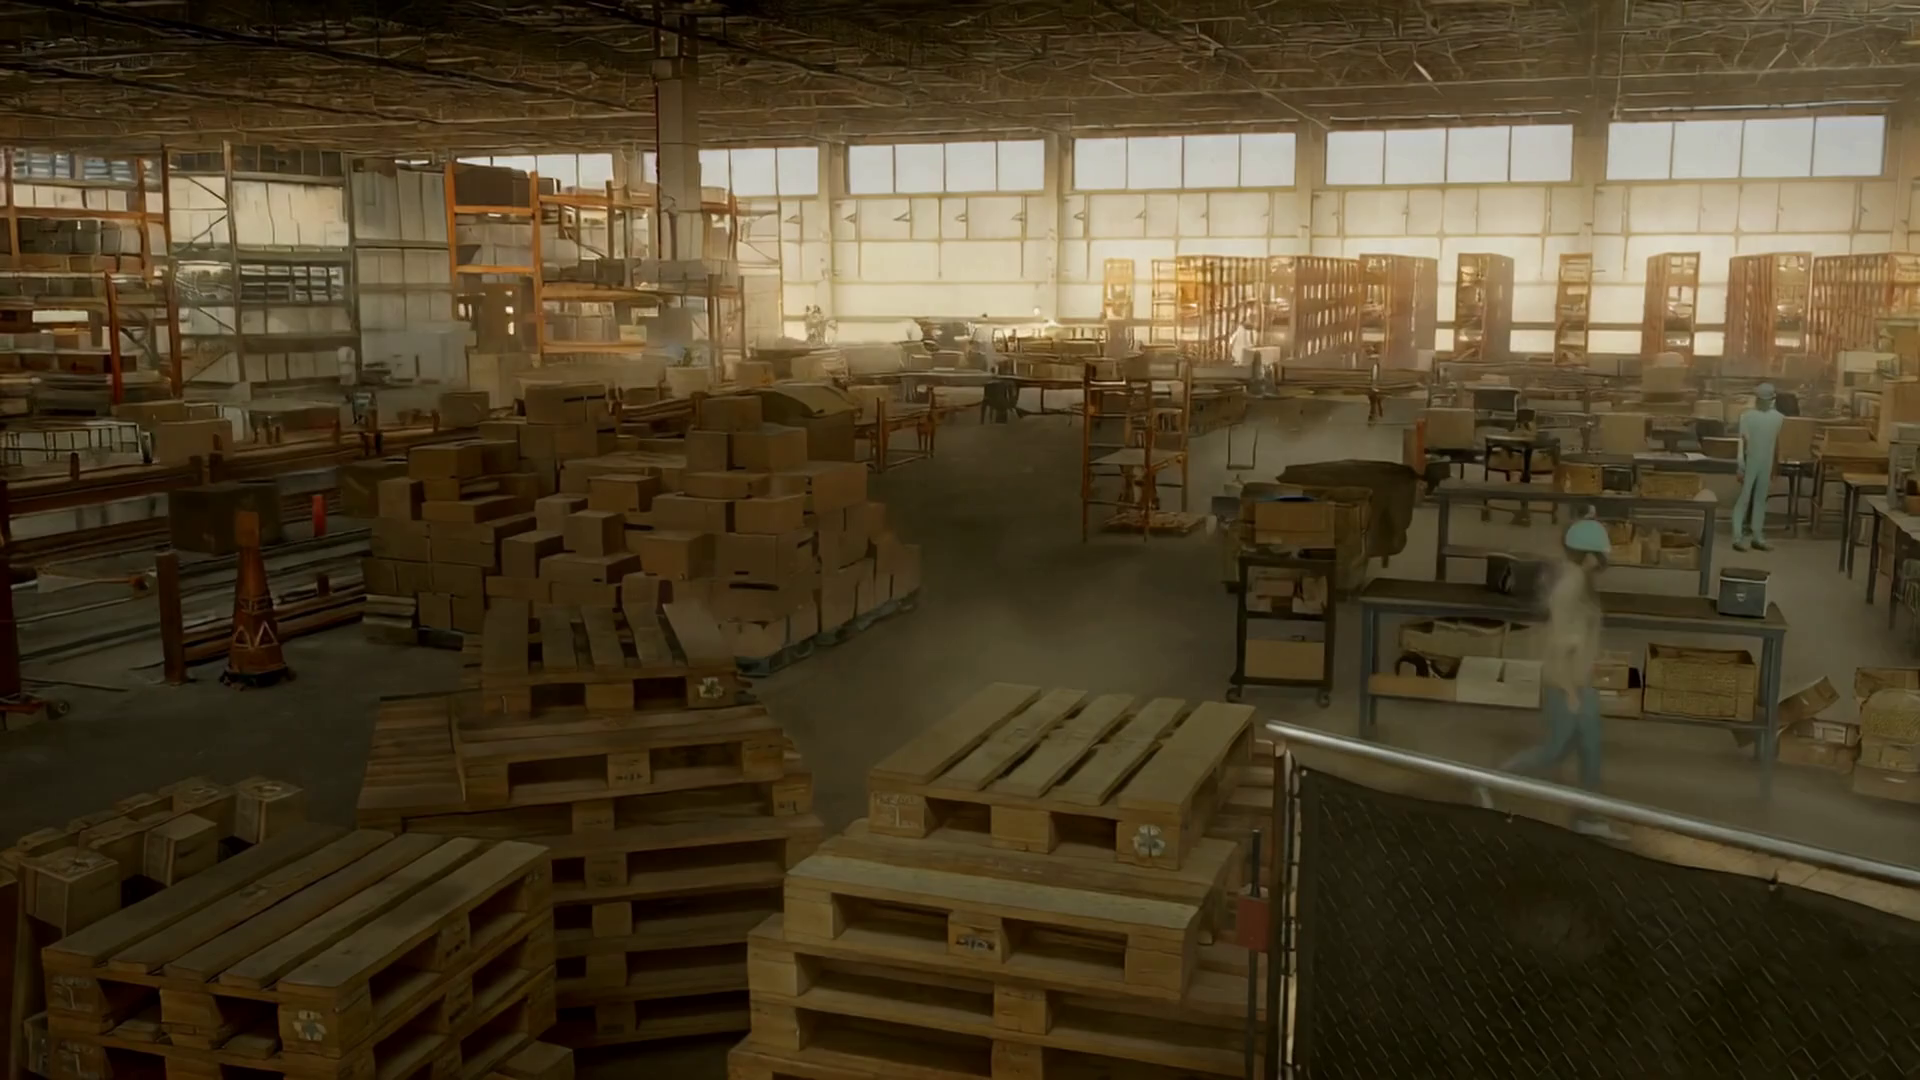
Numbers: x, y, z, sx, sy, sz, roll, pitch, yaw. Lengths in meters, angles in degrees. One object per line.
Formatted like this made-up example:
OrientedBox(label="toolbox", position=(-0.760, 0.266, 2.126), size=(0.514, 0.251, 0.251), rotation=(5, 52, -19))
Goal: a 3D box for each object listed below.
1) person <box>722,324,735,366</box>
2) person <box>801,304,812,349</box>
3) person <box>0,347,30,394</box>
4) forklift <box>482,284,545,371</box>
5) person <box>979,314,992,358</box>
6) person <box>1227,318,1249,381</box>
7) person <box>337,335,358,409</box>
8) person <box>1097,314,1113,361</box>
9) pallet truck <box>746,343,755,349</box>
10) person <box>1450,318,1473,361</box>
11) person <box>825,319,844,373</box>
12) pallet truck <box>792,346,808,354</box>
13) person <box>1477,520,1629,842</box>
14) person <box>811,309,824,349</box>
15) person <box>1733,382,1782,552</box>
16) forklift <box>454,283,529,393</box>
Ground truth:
OrientedBox(label="person", position=(-5.506, -4.114, 39.131), size=(0.945, 1.922, 0.626), rotation=(-4, 10, -26))
OrientedBox(label="person", position=(-6.155, -8.542, 66.852), size=(0.482, 1.892, 0.622), rotation=(-4, 10, -25))
OrientedBox(label="person", position=(-18.003, -2.827, 31.621), size=(0.551, 1.663, 0.740), rotation=(-2, 9, -13))
OrientedBox(label="forklift", position=(-10.832, -4.702, 39.610), size=(1.129, 2.768, 1.873), rotation=(3, 10, 20))
OrientedBox(label="person", position=(0.806, -6.558, 54.791), size=(0.329, 1.751, 0.571), rotation=(7, 11, 37))
OrientedBox(label="person", position=(7.597, -5.097, 45.255), size=(0.960, 1.870, 0.635), rotation=(3, 9, 17))
OrientedBox(label="person", position=(-13.883, -3.809, 37.729), size=(0.553, 1.684, 0.396), rotation=(4, 10, 25))
OrientedBox(label="person", position=(4.472, -6.213, 52.473), size=(0.964, 1.795, 0.567), rotation=(1, 9, 4))
OrientedBox(label="pallet truck", position=(-6.183, -4.618, 44.264), size=(1.601, 1.201, 0.680), rotation=(-9, 12, -43))
OrientedBox(label="person", position=(17.828, -7.209, 58.728), size=(0.812, 1.808, 0.599), rotation=(1, 9, 8))
OrientedBox(label="person", position=(-3.575, -5.420, 47.549), size=(0.925, 1.781, 0.617), rotation=(5, 10, 26))
OrientedBox(label="pallet truck", position=(-3.705, -4.298, 42.022), size=(0.653, 1.274, 1.630), rotation=(3, 10, 20))
OrientedBox(label="person", position=(3.236, 0.743, 8.971), size=(0.726, 1.744, 0.527), rotation=(7, 11, 38))
OrientedBox(label="person", position=(-5.526, -8.111, 64.680), size=(0.487, 1.714, 0.843), rotation=(-7, 11, -37))
OrientedBox(label="person", position=(8.772, -0.799, 18.268), size=(0.518, 1.874, 0.329), rotation=(-1, 9, -6))
OrientedBox(label="forklift", position=(-11.991, -5.181, 42.622), size=(1.129, 2.768, 1.873), rotation=(3, 10, 20))
